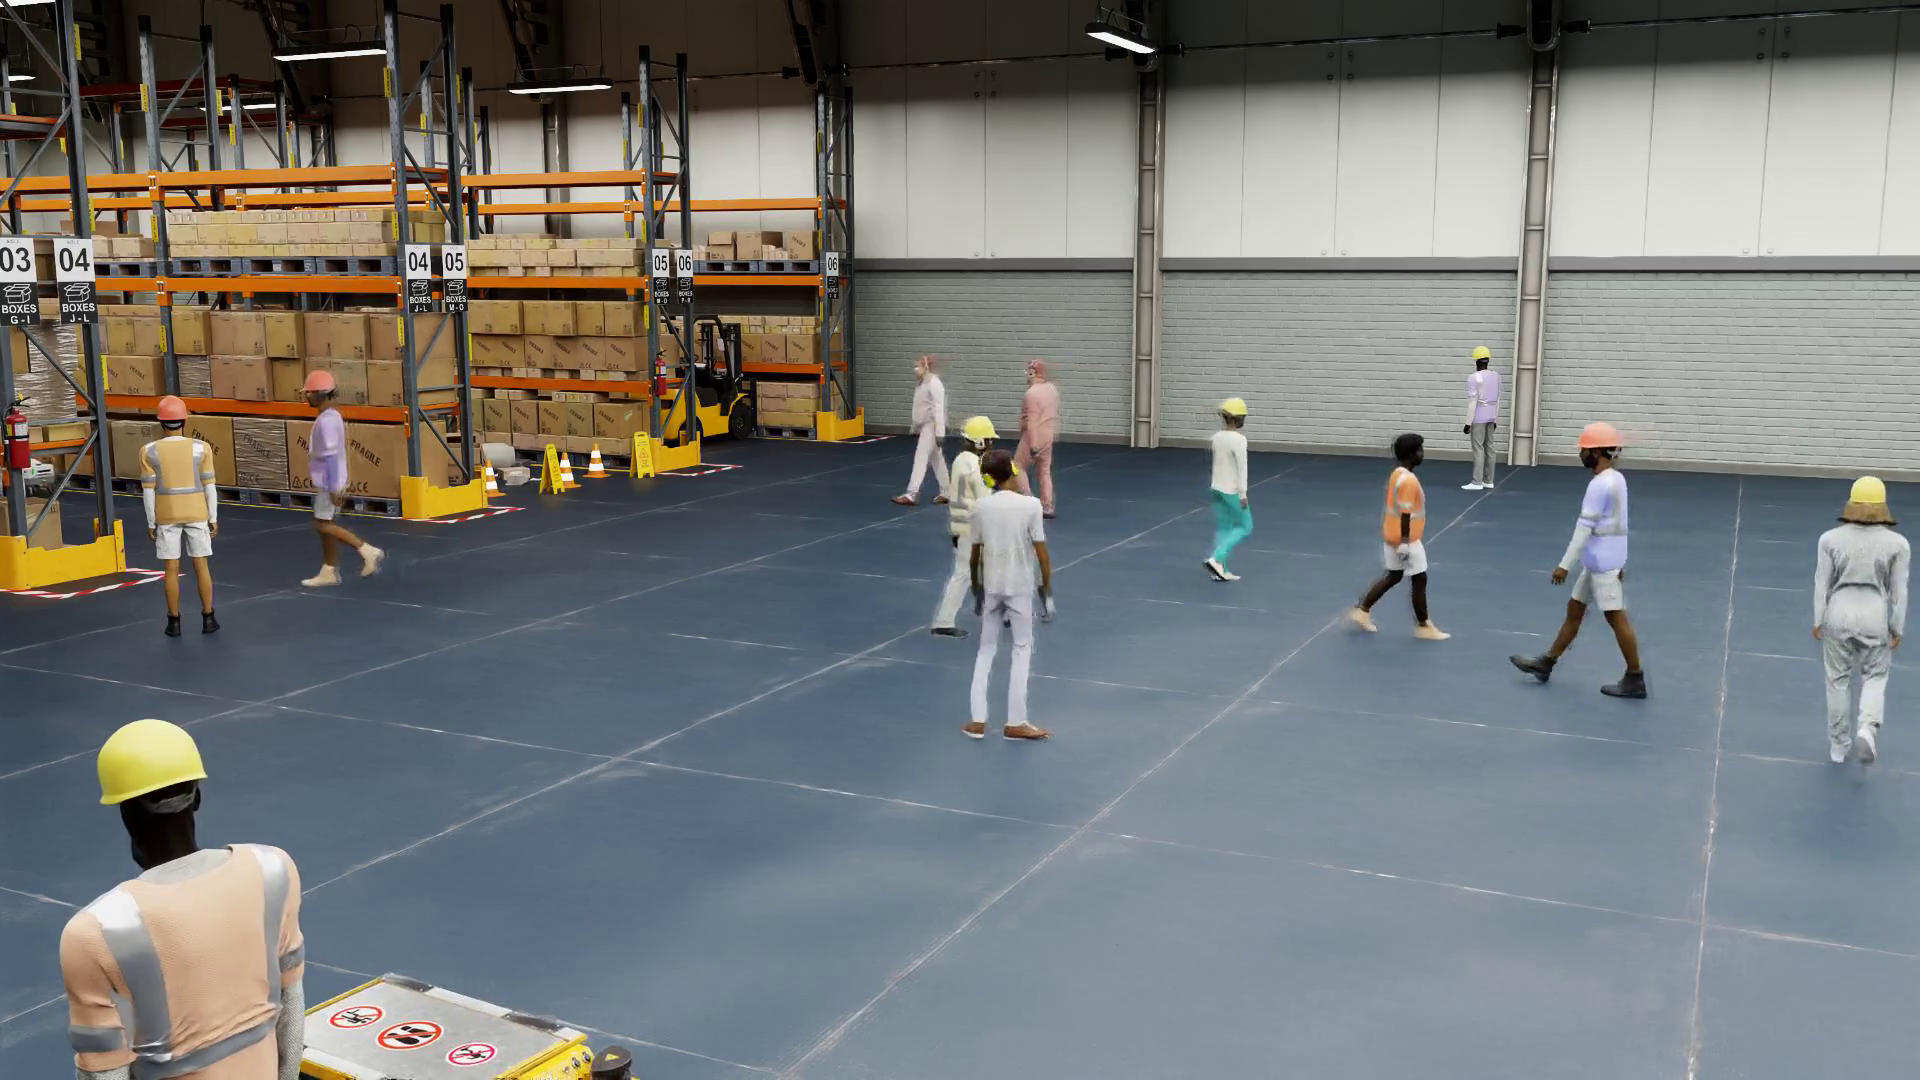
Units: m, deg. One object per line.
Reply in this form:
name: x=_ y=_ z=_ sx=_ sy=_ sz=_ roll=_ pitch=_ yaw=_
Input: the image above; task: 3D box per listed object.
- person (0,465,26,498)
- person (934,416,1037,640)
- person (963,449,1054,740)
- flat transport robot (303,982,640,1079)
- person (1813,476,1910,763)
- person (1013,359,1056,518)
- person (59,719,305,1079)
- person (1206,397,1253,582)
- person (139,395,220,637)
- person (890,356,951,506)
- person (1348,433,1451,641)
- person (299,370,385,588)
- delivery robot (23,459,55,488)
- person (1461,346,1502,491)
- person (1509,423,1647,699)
person: x=-11.031 y=-1.065 z=19.067 sx=0.430 sy=1.839 sz=0.619 roll=6 pitch=11 yaw=33
person: x=0.188 y=-0.096 z=13.297 sx=0.904 sy=1.780 sz=0.607 roll=-2 pitch=9 yaw=-12
person: x=0.270 y=0.357 z=10.356 sx=0.631 sy=1.839 sz=0.369 roll=5 pitch=10 yaw=27
flat transport robot: x=-1.885 y=1.862 z=5.905 sx=1.431 sy=0.197 sz=0.652 roll=5 pitch=11 yaw=30
person: x=5.310 y=0.490 z=9.847 sx=0.488 sy=1.733 sz=0.474 roll=5 pitch=11 yaw=29
person: x=0.849 y=-1.186 z=19.660 sx=0.595 sy=1.888 sz=0.649 roll=6 pitch=11 yaw=32
person: x=-1.818 y=1.364 z=3.932 sx=0.382 sy=1.917 sz=0.585 roll=5 pitch=11 yaw=30
person: x=2.527 y=-0.457 z=15.585 sx=0.395 sy=1.751 sz=0.549 roll=-4 pitch=10 yaw=-21
person: x=-6.264 y=-0.190 z=13.380 sx=0.545 sy=1.943 sz=0.347 roll=-4 pitch=10 yaw=-25
person: x=-0.493 y=-1.355 z=20.750 sx=0.930 sy=1.862 sz=0.676 roll=-3 pitch=10 yaw=-15
person: x=3.514 y=-0.030 z=13.233 sx=0.763 sy=1.674 sz=0.540 roll=1 pitch=9 yaw=5
person: x=-5.772 y=-0.557 z=15.384 sx=0.657 sy=2.026 sz=0.613 roll=-3 pitch=10 yaw=-18
delivery robot: x=-12.126 y=-0.886 z=21.601 sx=0.707 sy=0.478 sz=0.477 roll=4 pitch=10 yaw=25
person: x=6.948 y=-1.618 z=22.189 sx=0.589 sy=1.924 sz=0.383 roll=-6 pitch=11 yaw=-32
person: x=4.356 y=0.133 z=11.549 sx=0.977 sy=1.882 sz=0.567 roll=5 pitch=11 yaw=29
